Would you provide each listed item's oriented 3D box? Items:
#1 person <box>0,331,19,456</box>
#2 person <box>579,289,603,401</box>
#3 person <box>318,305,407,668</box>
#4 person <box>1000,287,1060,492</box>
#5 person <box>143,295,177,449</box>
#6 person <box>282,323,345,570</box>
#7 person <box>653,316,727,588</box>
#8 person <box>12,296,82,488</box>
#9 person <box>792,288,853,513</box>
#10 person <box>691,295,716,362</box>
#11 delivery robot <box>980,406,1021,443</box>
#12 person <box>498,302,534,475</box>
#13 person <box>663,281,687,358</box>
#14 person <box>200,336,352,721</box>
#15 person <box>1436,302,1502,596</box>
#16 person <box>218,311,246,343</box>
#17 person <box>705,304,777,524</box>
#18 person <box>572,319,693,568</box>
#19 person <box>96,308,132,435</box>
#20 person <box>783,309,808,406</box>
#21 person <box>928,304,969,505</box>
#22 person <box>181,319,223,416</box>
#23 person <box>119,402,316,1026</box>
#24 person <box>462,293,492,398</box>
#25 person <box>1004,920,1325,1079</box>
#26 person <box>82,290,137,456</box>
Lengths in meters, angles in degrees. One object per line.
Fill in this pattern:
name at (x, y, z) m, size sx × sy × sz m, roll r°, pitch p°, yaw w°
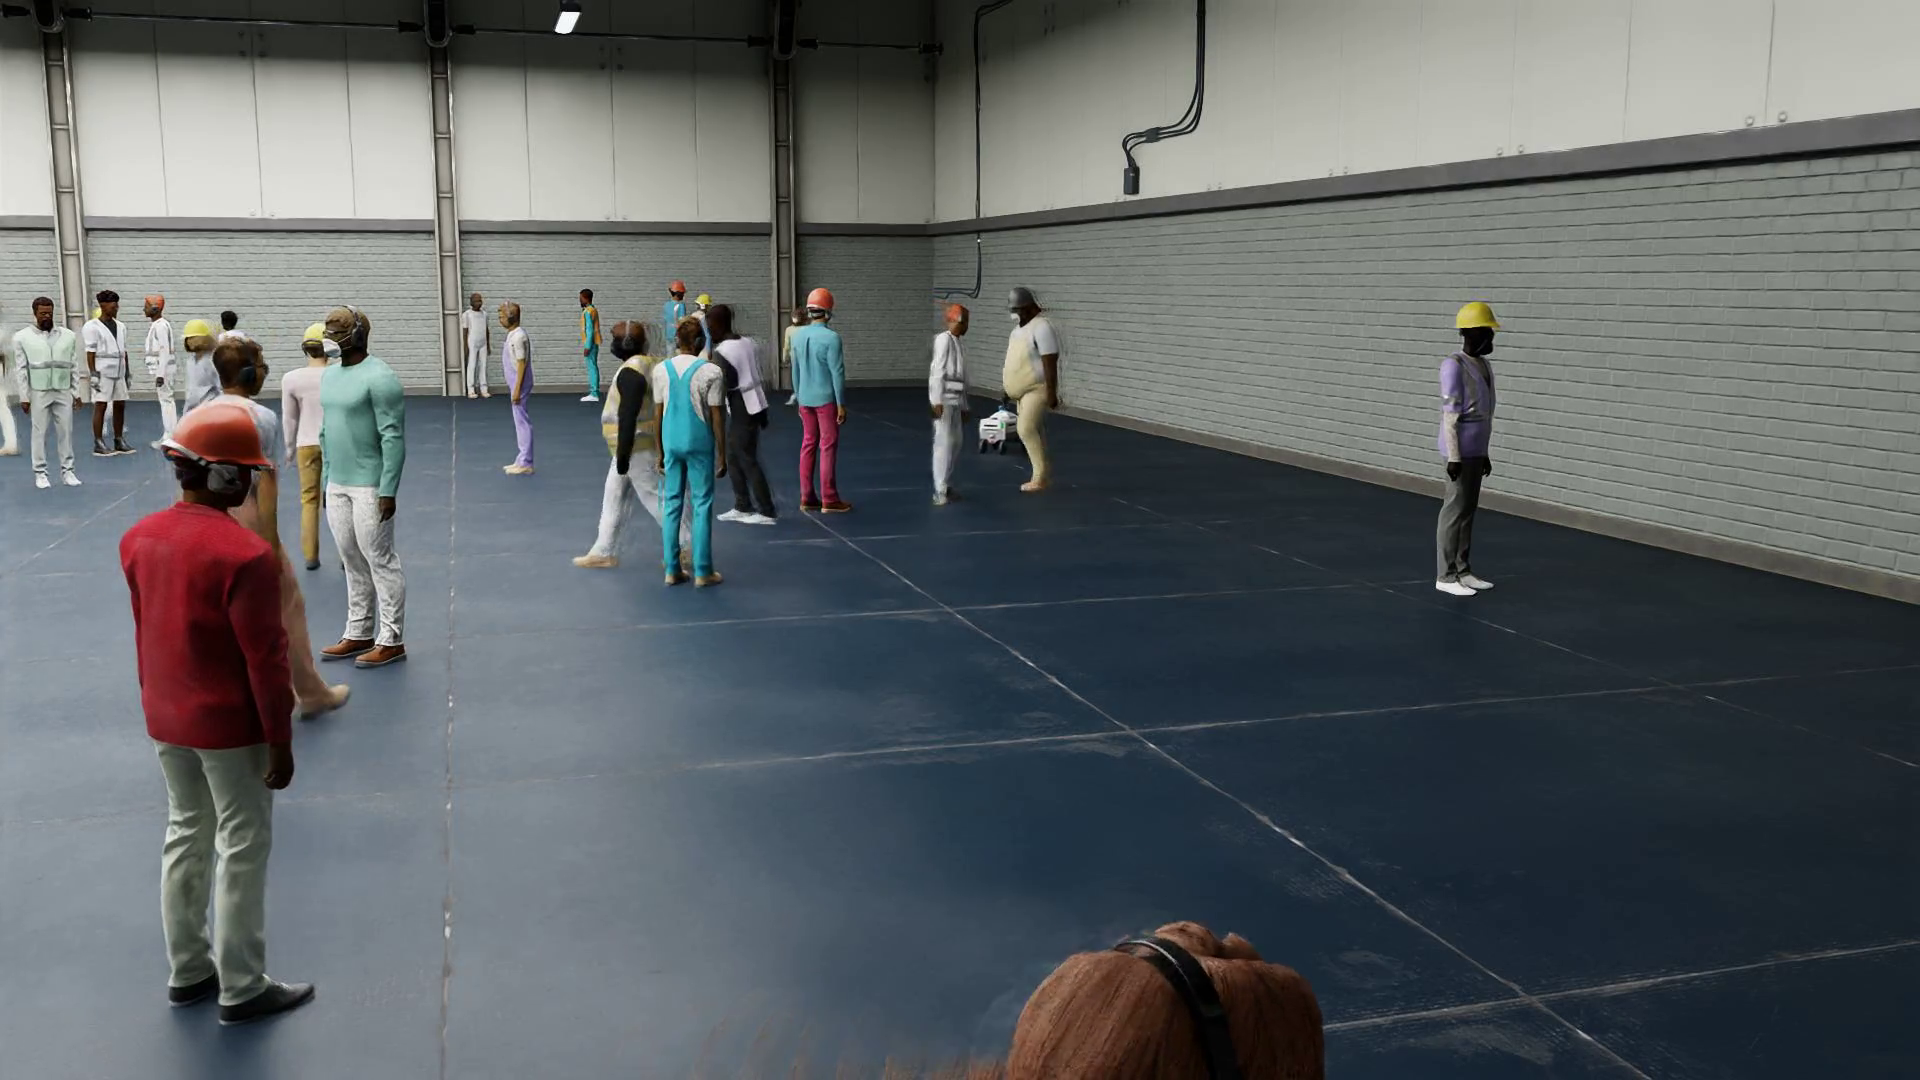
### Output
person at (-11.481, -1.878, 19.594) m, size 0.999 × 1.784 × 0.533 m, roll 4°, pitch 10°, yaw 23°
person at (-6.327, -3.336, 28.482) m, size 0.390 × 1.917 × 0.591 m, roll -1°, pitch 9°, yaw -6°
person at (-3.233, -0.286, 8.955) m, size 0.635 × 1.938 × 0.359 m, roll 7°, pitch 11°, yaw 36°
person at (0.679, -1.479, 16.241) m, size 0.545 × 2.000 × 0.711 m, roll -3°, pitch 10°, yaw -21°
person at (-9.813, -2.056, 20.426) m, size 0.354 × 1.883 × 0.572 m, roll -4°, pitch 10°, yaw -26°
person at (-4.551, -0.663, 11.916) m, size 0.532 × 1.767 × 0.326 m, roll -1°, pitch 9°, yaw -6°
person at (-1.815, -0.588, 11.230) m, size 0.512 × 1.835 × 0.359 m, roll 2°, pitch 9°, yaw 14°
person at (-9.118, -1.473, 16.644) m, size 0.391 × 1.911 × 0.584 m, roll 7°, pitch 11°, yaw 39°
person at (-1.234, -1.240, 14.853) m, size 0.622 × 1.995 × 0.378 m, roll 8°, pitch 12°, yaw 43°
person at (-4.281, -3.180, 27.790) m, size 0.403 × 1.822 × 0.587 m, roll -6°, pitch 11°, yaw -34°
delivery robot at (0.528, -1.371, 19.980) m, size 0.477 × 0.478 × 0.707 m, roll 5°, pitch 10°, yaw 28°
person at (-4.719, -1.608, 17.710) m, size 0.344 × 1.839 × 0.507 m, roll -3°, pitch 9°, yaw -17°
person at (-5.028, -3.584, 29.667) m, size 0.391 × 2.040 × 0.615 m, roll -9°, pitch 12°, yaw -44°
person at (-3.196, -0.024, 7.664) m, size 0.547 × 1.814 × 0.837 m, roll 4°, pitch 10°, yaw 24°
person at (3.368, -0.603, 11.010) m, size 0.367 × 1.929 × 0.589 m, roll 7°, pitch 11°, yaw 37°
person at (-10.076, -2.340, 22.982) m, size 0.647 × 1.655 × 0.565 m, roll 2°, pitch 9°, yaw 11°
person at (-1.861, -1.044, 14.017) m, size 0.658 × 1.863 × 0.623 m, roll 2°, pitch 9°, yaw 10°
person at (-2.307, -0.676, 11.900) m, size 0.938 × 1.801 × 0.635 m, roll -1°, pitch 9°, yaw -5°
person at (-11.421, -2.257, 22.267) m, size 0.493 × 1.711 × 0.800 m, roll 0°, pitch 9°, yaw 0°
person at (-2.659, -3.006, 27.418) m, size 0.512 × 1.587 × 0.882 m, roll 5°, pitch 10°, yaw 28°
person at (-0.119, -1.257, 15.464) m, size 0.346 × 1.853 × 0.671 m, roll 3°, pitch 9°, yaw 18°
person at (-6.622, -1.050, 14.484) m, size 0.516 × 1.721 × 0.623 m, roll 7°, pitch 11°, yaw 36°
person at (-2.065, 0.485, 4.671) m, size 0.575 × 1.740 × 0.348 m, roll 5°, pitch 10°, yaw 28°
person at (-8.452, -3.388, 29.094) m, size 0.341 × 1.838 × 0.501 m, roll 8°, pitch 12°, yaw 41°
person at (0.181, 1.079, 1.328) m, size 0.860 × 1.587 × 0.545 m, roll -5°, pitch 10°, yaw -29°
person at (-10.051, -1.971, 19.659) m, size 0.378 × 1.958 × 0.609 m, roll 3°, pitch 9°, yaw 17°
